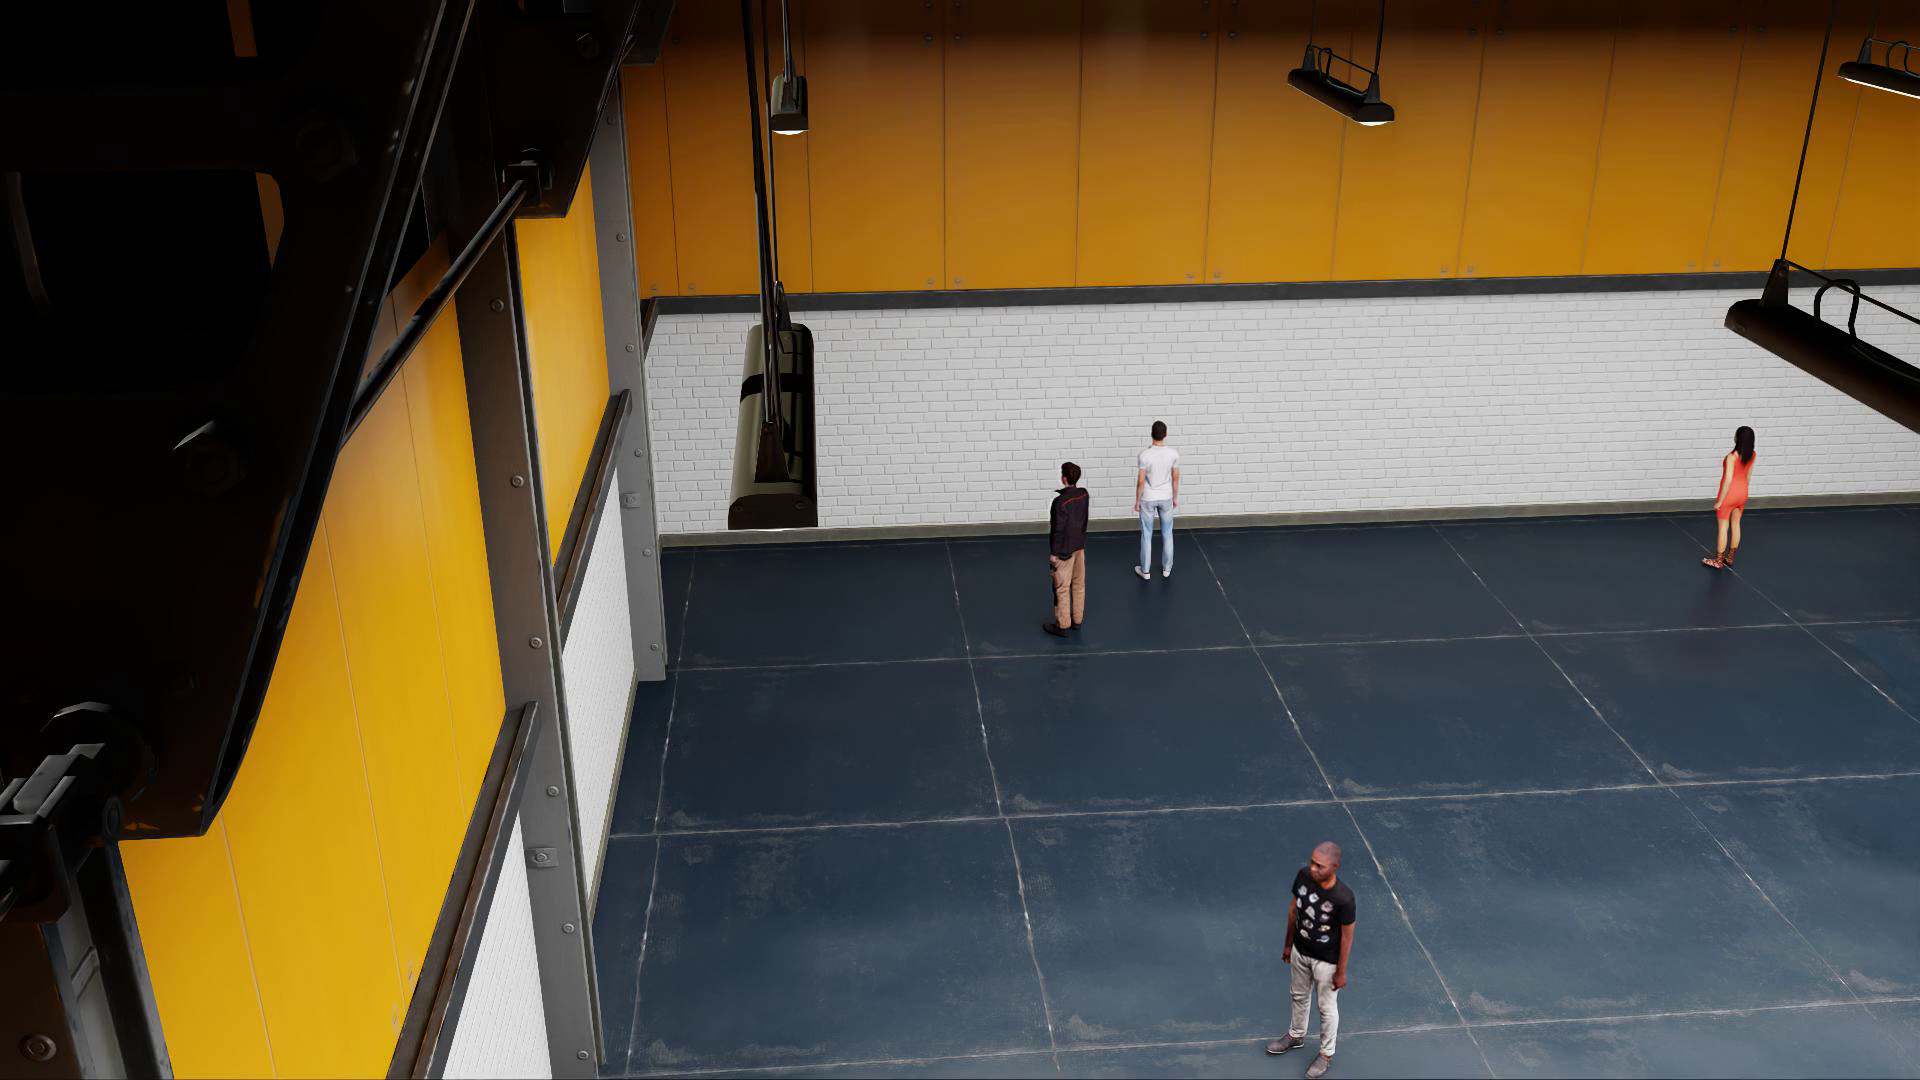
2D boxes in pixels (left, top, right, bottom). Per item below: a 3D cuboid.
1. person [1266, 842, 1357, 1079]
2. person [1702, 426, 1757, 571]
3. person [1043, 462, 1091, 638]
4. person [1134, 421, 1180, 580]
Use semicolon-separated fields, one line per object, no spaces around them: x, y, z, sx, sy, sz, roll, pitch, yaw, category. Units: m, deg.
2.447;2.824;11.339;0.817;1.804;0.718;-19;30;-36;person
8.842;-0.493;19.032;0.645;1.718;0.624;-11;26;-23;person
1.136;0.089;17.444;0.834;1.925;0.790;21;31;39;person
2.221;-0.453;18.777;0.662;1.850;0.560;-4;24;-9;person
